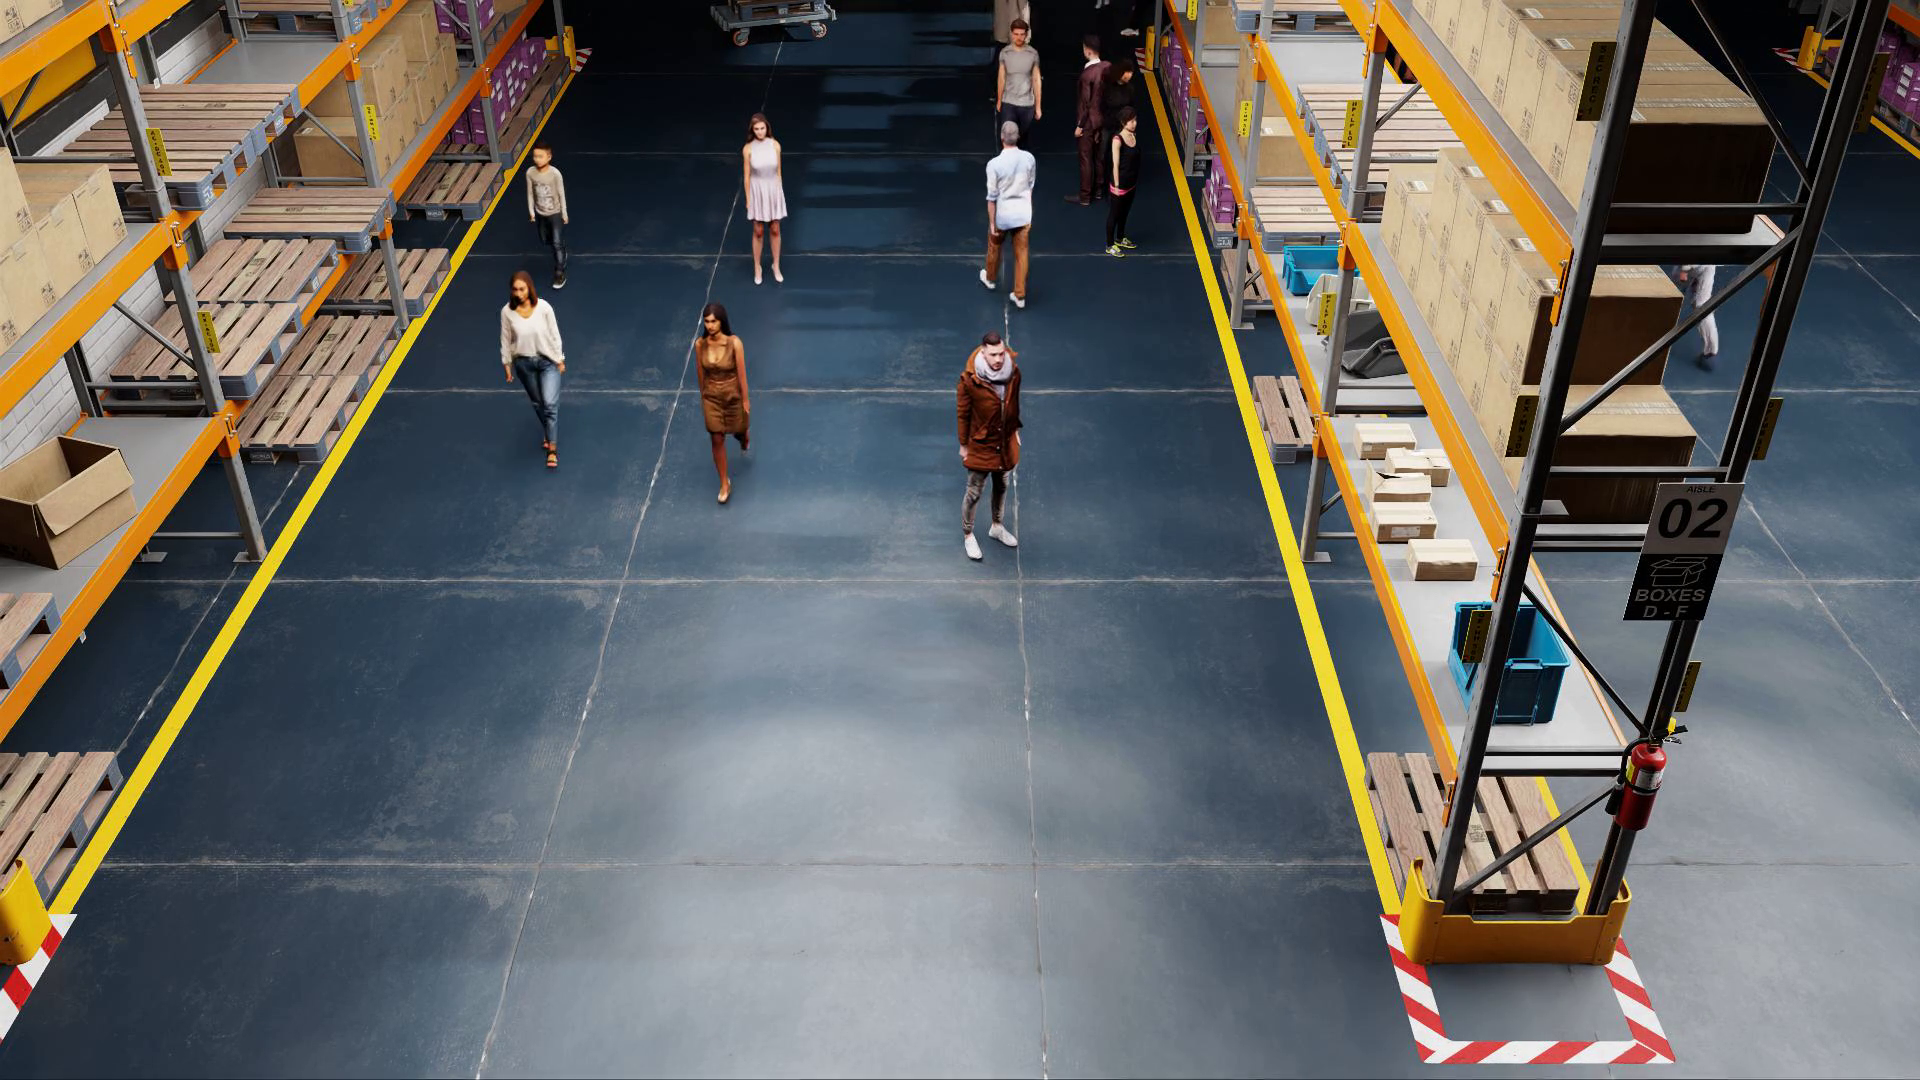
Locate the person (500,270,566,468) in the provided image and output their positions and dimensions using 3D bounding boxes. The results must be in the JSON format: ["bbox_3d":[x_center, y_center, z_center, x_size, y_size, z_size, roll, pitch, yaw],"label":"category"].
[{"bbox_3d":[-3.495,-1.501,13.804,0.637,1.661,0.836,0,34,-1],"label":"person"}]

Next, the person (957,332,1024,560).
[{"bbox_3d":[0.223,-0.731,12.487,0.841,1.836,0.872,-19,38,-27],"label":"person"}]

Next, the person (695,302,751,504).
[{"bbox_3d":[-1.849,-1.138,13.253,0.633,1.666,0.976,4,34,6],"label":"person"}]

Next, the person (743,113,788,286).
[{"bbox_3d":[-1.941,-3.394,16.556,0.630,1.768,0.656,-9,35,-13],"label":"person"}]

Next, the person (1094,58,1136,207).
[{"bbox_3d":[1.686,-4.558,18.445,0.596,1.615,0.886,0,34,0],"label":"person"}]

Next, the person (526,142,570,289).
[{"bbox_3d":[-4.099,-3.309,16.717,0.606,1.448,0.902,4,34,6],"label":"person"}]

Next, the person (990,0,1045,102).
[{"bbox_3d":[0.580,-6.500,21.149,1.098,1.855,1.203,24,41,32],"label":"person"}]

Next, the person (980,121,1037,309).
[{"bbox_3d":[0.531,-3.113,16.106,0.863,1.797,1.071,-9,35,-13],"label":"person"}]

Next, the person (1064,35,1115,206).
[{"bbox_3d":[1.458,-4.636,18.335,0.839,1.865,0.757,24,41,32],"label":"person"}]

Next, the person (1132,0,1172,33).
[{"bbox_3d":[2.840,-8.074,23.643,0.895,1.716,1.020,12,35,17],"label":"person"}]

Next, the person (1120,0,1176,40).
[{"bbox_3d":[2.806,-7.773,23.264,0.795,1.634,1.087,7,34,10],"label":"person"}]

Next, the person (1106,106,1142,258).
[{"bbox_3d":[1.693,-3.747,17.282,0.685,1.552,0.601,21,39,29],"label":"person"}]

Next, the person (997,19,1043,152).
[{"bbox_3d":[0.659,-4.986,18.868,0.691,1.859,1.103,2,34,3],"label":"person"}]
